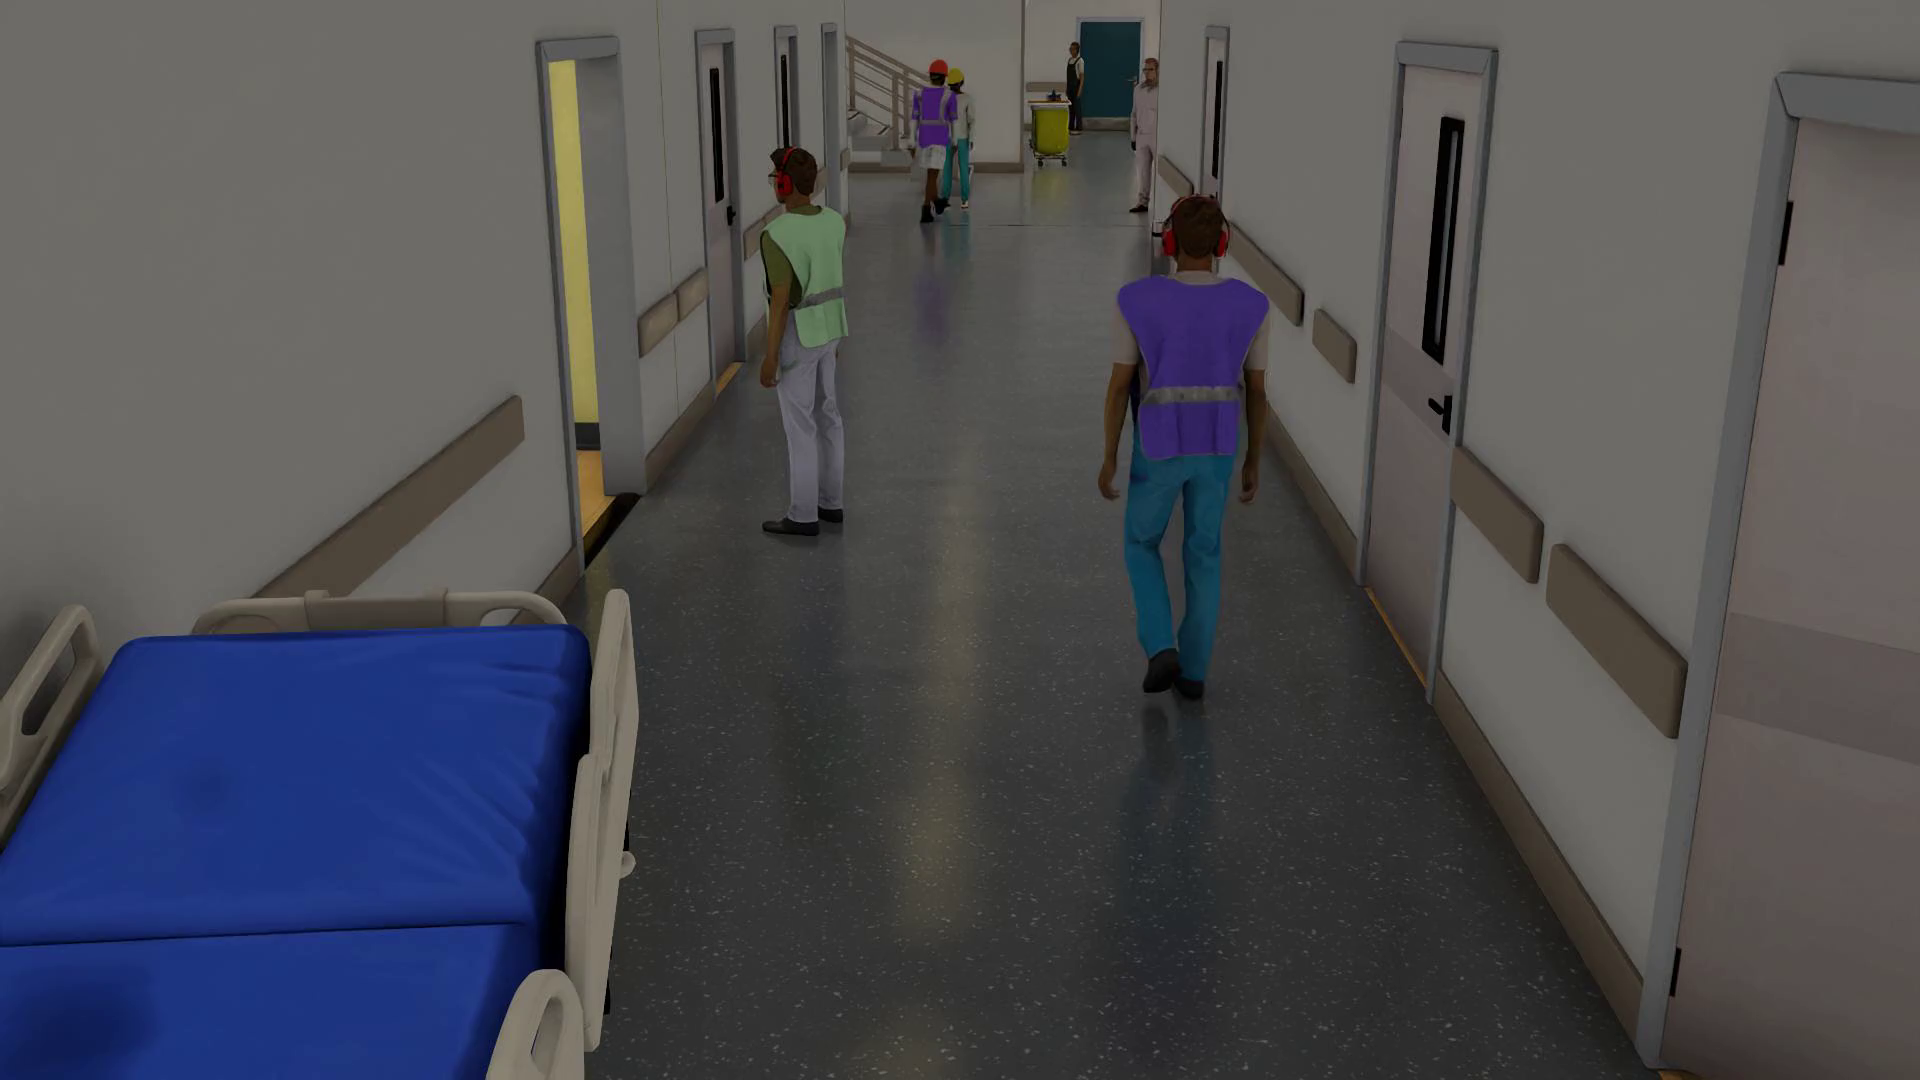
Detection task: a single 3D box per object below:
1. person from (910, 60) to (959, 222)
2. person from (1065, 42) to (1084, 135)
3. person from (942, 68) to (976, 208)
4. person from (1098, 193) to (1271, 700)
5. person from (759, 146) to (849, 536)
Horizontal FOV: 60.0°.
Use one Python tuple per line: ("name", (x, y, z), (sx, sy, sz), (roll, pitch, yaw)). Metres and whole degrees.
("person", (-0.273, -4.824, 20.106), (0.543, 1.875, 1.016), (8, 19, 23))
("person", (2.320, -9.200, 33.920), (0.336, 1.846, 0.513), (-10, 20, -29))
("person", (-0.064, -5.141, 21.311), (0.522, 1.760, 0.331), (6, 19, 18))
("person", (0.800, -0.297, 5.957), (0.615, 1.835, 0.435), (-2, 18, -7))
("person", (-0.740, -0.929, 7.939), (0.390, 1.843, 0.564), (10, 20, 27))
